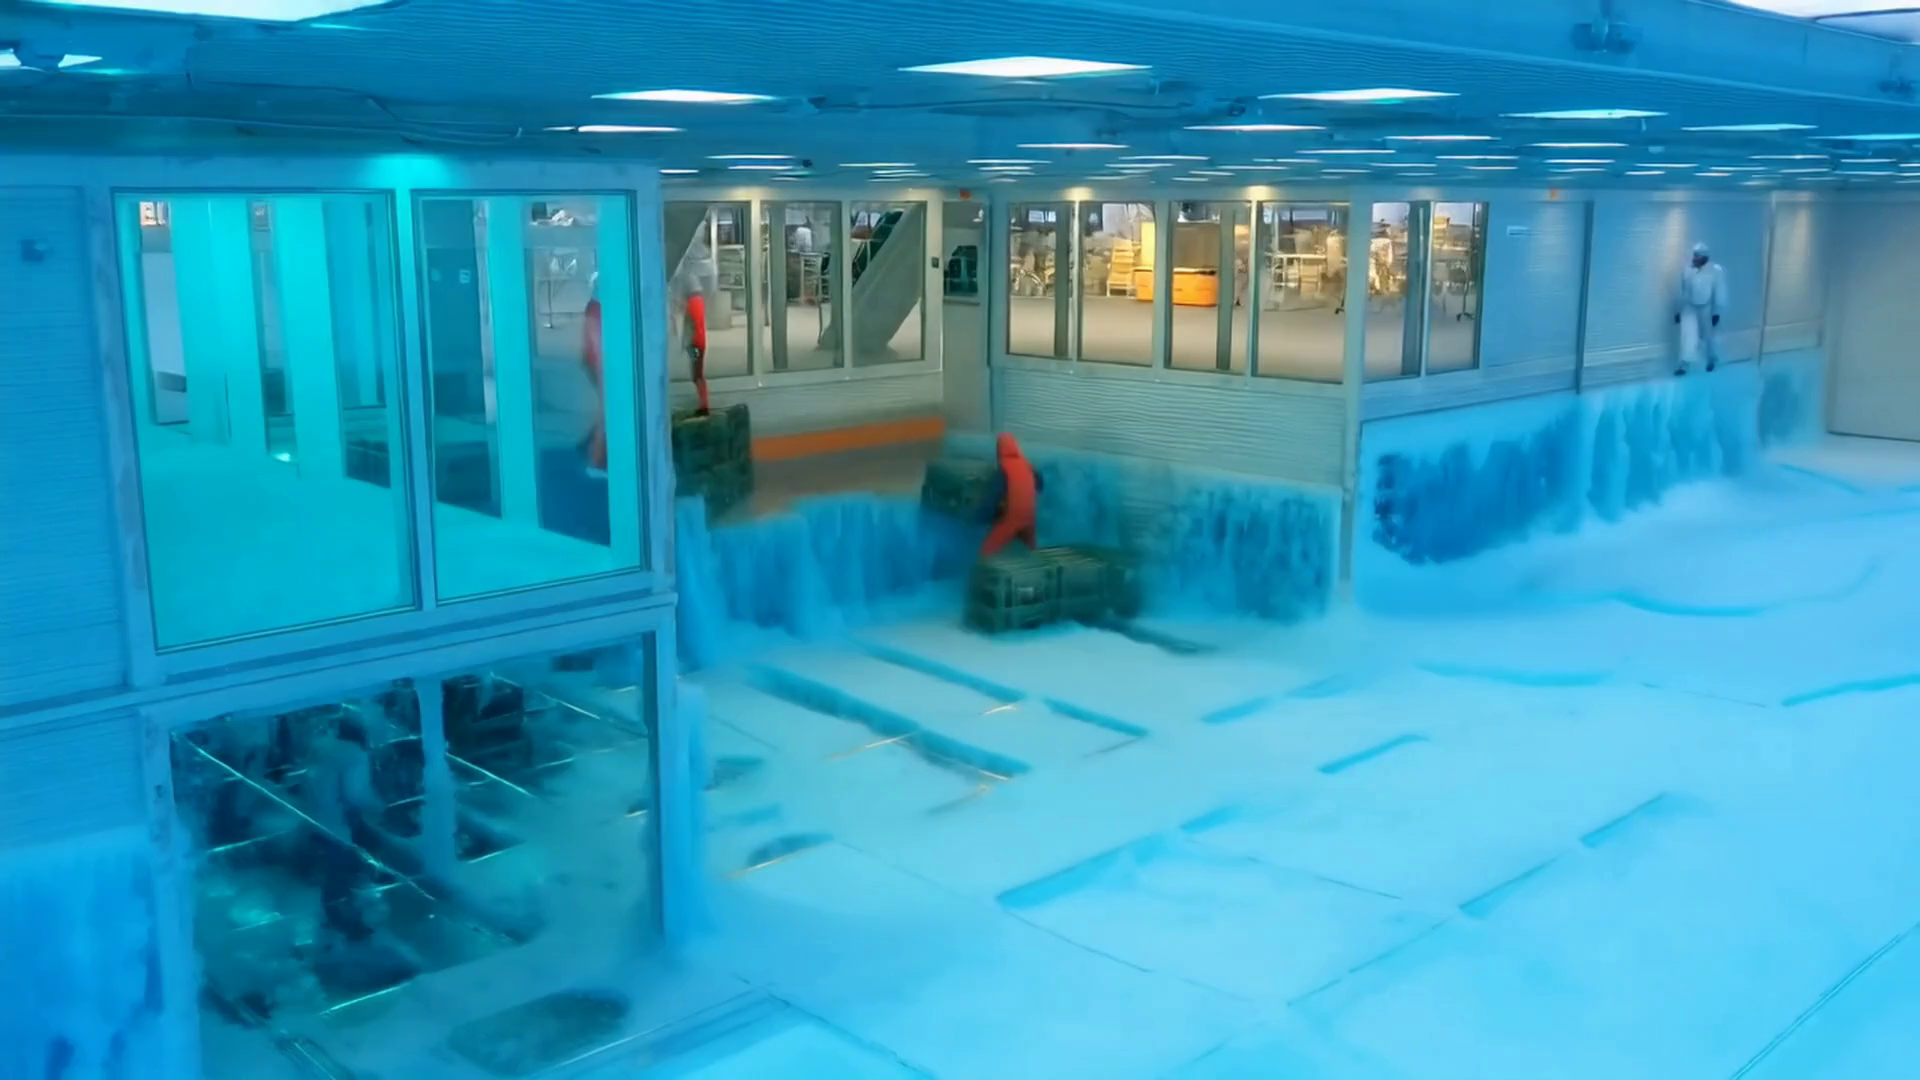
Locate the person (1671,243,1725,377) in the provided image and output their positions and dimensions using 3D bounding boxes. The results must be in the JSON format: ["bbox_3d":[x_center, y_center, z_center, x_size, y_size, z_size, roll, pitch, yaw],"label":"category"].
[{"bbox_3d":[10.318,-3.207,23.171,0.648,1.863,0.945,11,16,44],"label":"person"}]

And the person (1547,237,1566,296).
[{"bbox_3d":[13.286,-5.955,36.762,0.663,1.932,1.052,-10,15,-40],"label":"person"}]

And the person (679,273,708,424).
[{"bbox_3d":[-2.887,-2.080,18.072,0.287,1.631,0.501,-1,11,-5],"label":"person"}]
